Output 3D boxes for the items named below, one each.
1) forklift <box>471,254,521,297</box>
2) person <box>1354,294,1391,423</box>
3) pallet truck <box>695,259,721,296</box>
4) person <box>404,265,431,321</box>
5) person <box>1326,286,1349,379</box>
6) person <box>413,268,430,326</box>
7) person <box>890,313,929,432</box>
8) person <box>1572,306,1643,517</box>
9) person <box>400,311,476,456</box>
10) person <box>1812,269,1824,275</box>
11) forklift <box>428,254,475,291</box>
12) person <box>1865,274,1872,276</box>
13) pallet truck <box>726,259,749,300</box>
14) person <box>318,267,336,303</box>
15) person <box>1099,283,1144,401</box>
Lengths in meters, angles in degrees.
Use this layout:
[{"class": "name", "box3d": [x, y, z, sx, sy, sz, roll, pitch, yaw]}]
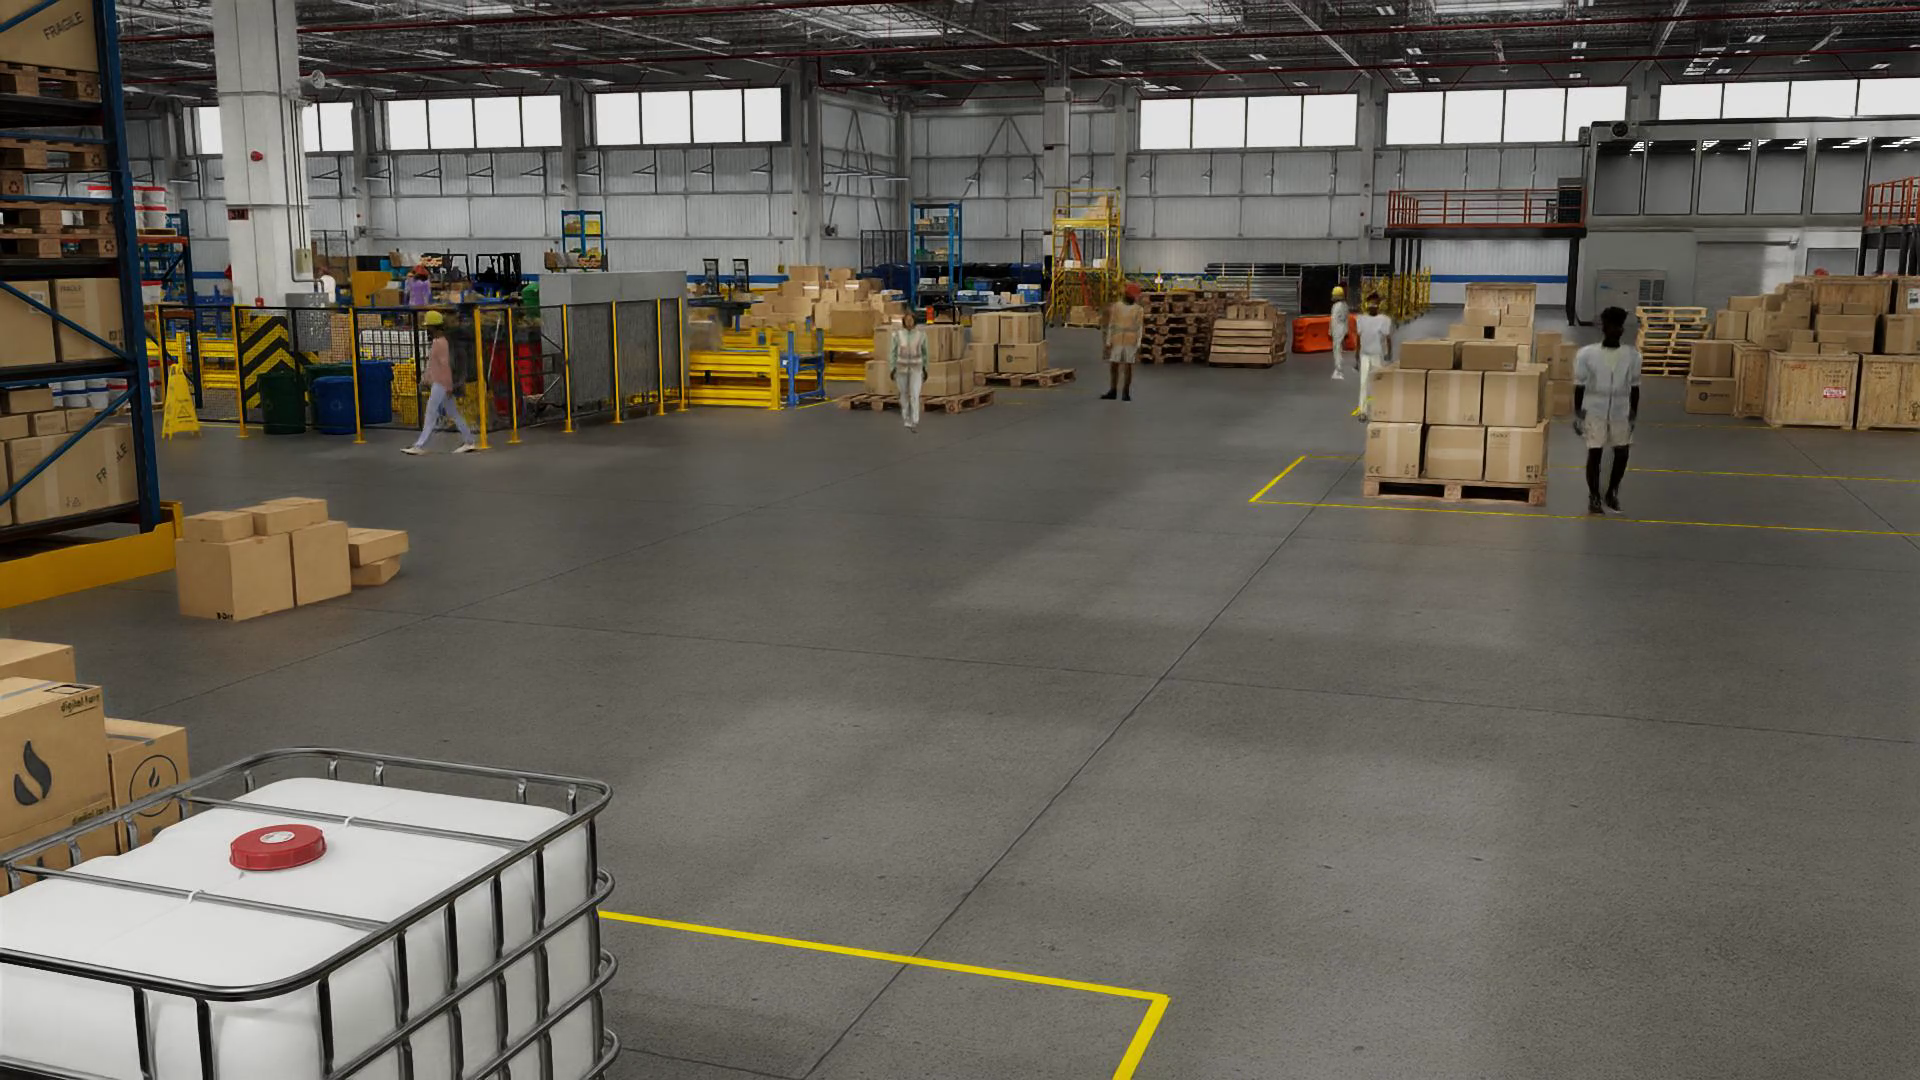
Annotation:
[{"class": "forklift", "box3d": [-17.990, -10.121, 64.684, 1.157, 1.987, 2.680, 3, 11, 17]}, {"class": "person", "box3d": [5.914, -2.612, 23.792, 0.542, 1.825, 0.988, 4, 11, 21]}, {"class": "pallet truck", "box3d": [-9.165, -9.627, 62.776, 0.823, 1.965, 1.885, 4, 11, 23]}, {"class": "person", "box3d": [-13.755, -5.972, 42.231, 0.619, 1.997, 0.915, -2, 10, -9]}, {"class": "person", "box3d": [7.040, -3.884, 31.164, 0.481, 1.724, 0.512, 9, 13, 41]}, {"class": "person", "box3d": [-13.384, -5.818, 41.500, 0.377, 1.932, 0.552, -10, 14, -44]}, {"class": "person", "box3d": [-0.692, -2.295, 22.614, 0.524, 1.598, 0.877, 0, 10, -1]}, {"class": "person", "box3d": [5.939, -1.170, 15.300, 0.612, 1.950, 0.430, 2, 10, 9]}, {"class": "person", "box3d": [-6.241, -1.867, 19.868, 0.883, 1.719, 0.534, -4, 11, -21]}, {"class": "person", "box3d": [18.664, -4.889, 36.173, 0.441, 1.969, 0.723, -7, 12, -34]}, {"class": "forklift", "box3d": [-20.133, -10.254, 65.465, 1.157, 1.987, 2.680, 3, 11, 19]}, {"class": "person", "box3d": [19.608, -4.792, 35.895, 0.944, 1.881, 0.544, -4, 11, -20]}, {"class": "pallet truck", "box3d": [-7.986, -9.493, 62.019, 0.823, 1.965, 1.885, 3, 11, 17]}, {"class": "person", "box3d": [-17.688, -6.668, 46.412, 0.395, 1.900, 0.645, 3, 11, 18]}, {"class": "person", "box3d": [2.617, -3.162, 26.689, 0.667, 1.898, 0.370, 4, 11, 20]}]
